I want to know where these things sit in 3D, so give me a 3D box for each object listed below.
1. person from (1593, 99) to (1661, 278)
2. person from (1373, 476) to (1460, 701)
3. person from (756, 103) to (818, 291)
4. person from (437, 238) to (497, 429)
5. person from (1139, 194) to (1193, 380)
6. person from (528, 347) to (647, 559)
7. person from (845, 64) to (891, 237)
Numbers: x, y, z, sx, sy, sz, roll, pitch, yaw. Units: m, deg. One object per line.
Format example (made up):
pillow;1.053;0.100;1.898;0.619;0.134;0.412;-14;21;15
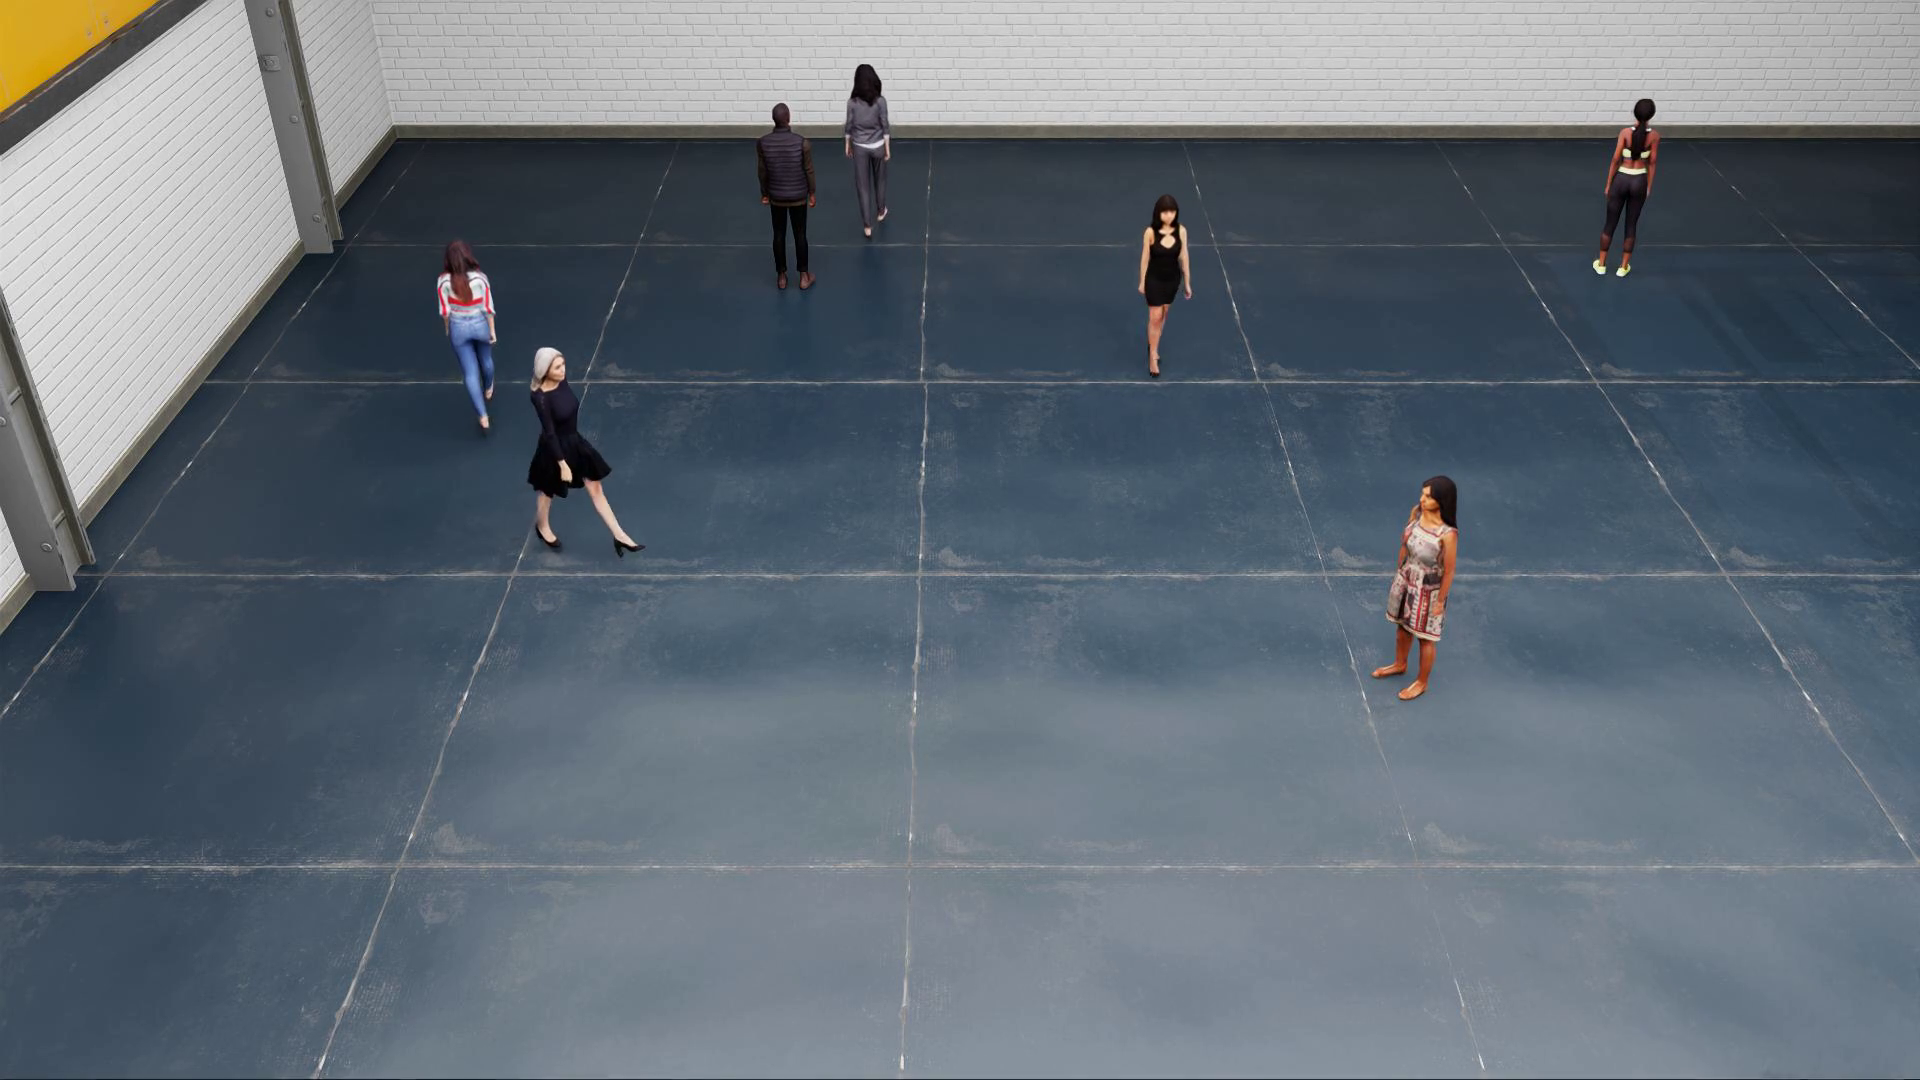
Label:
person;6.526;-3.437;16.242;0.622;1.754;0.596;10;35;14
person;2.992;0.293;10.730;0.783;1.644;0.629;-15;36;-21
person;-1.656;-3.294;15.952;0.713;1.835;0.592;3;34;5
person;-4.051;-1.683;13.766;0.831;1.574;1.145;-10;35;-15
person;1.753;-2.290;14.626;0.671;1.633;0.793;-9;35;-13
person;-2.953;-0.606;12.029;0.936;1.703;1.168;10;35;15
person;-0.939;-3.961;17.038;0.626;1.745;0.878;-1;34;-1
